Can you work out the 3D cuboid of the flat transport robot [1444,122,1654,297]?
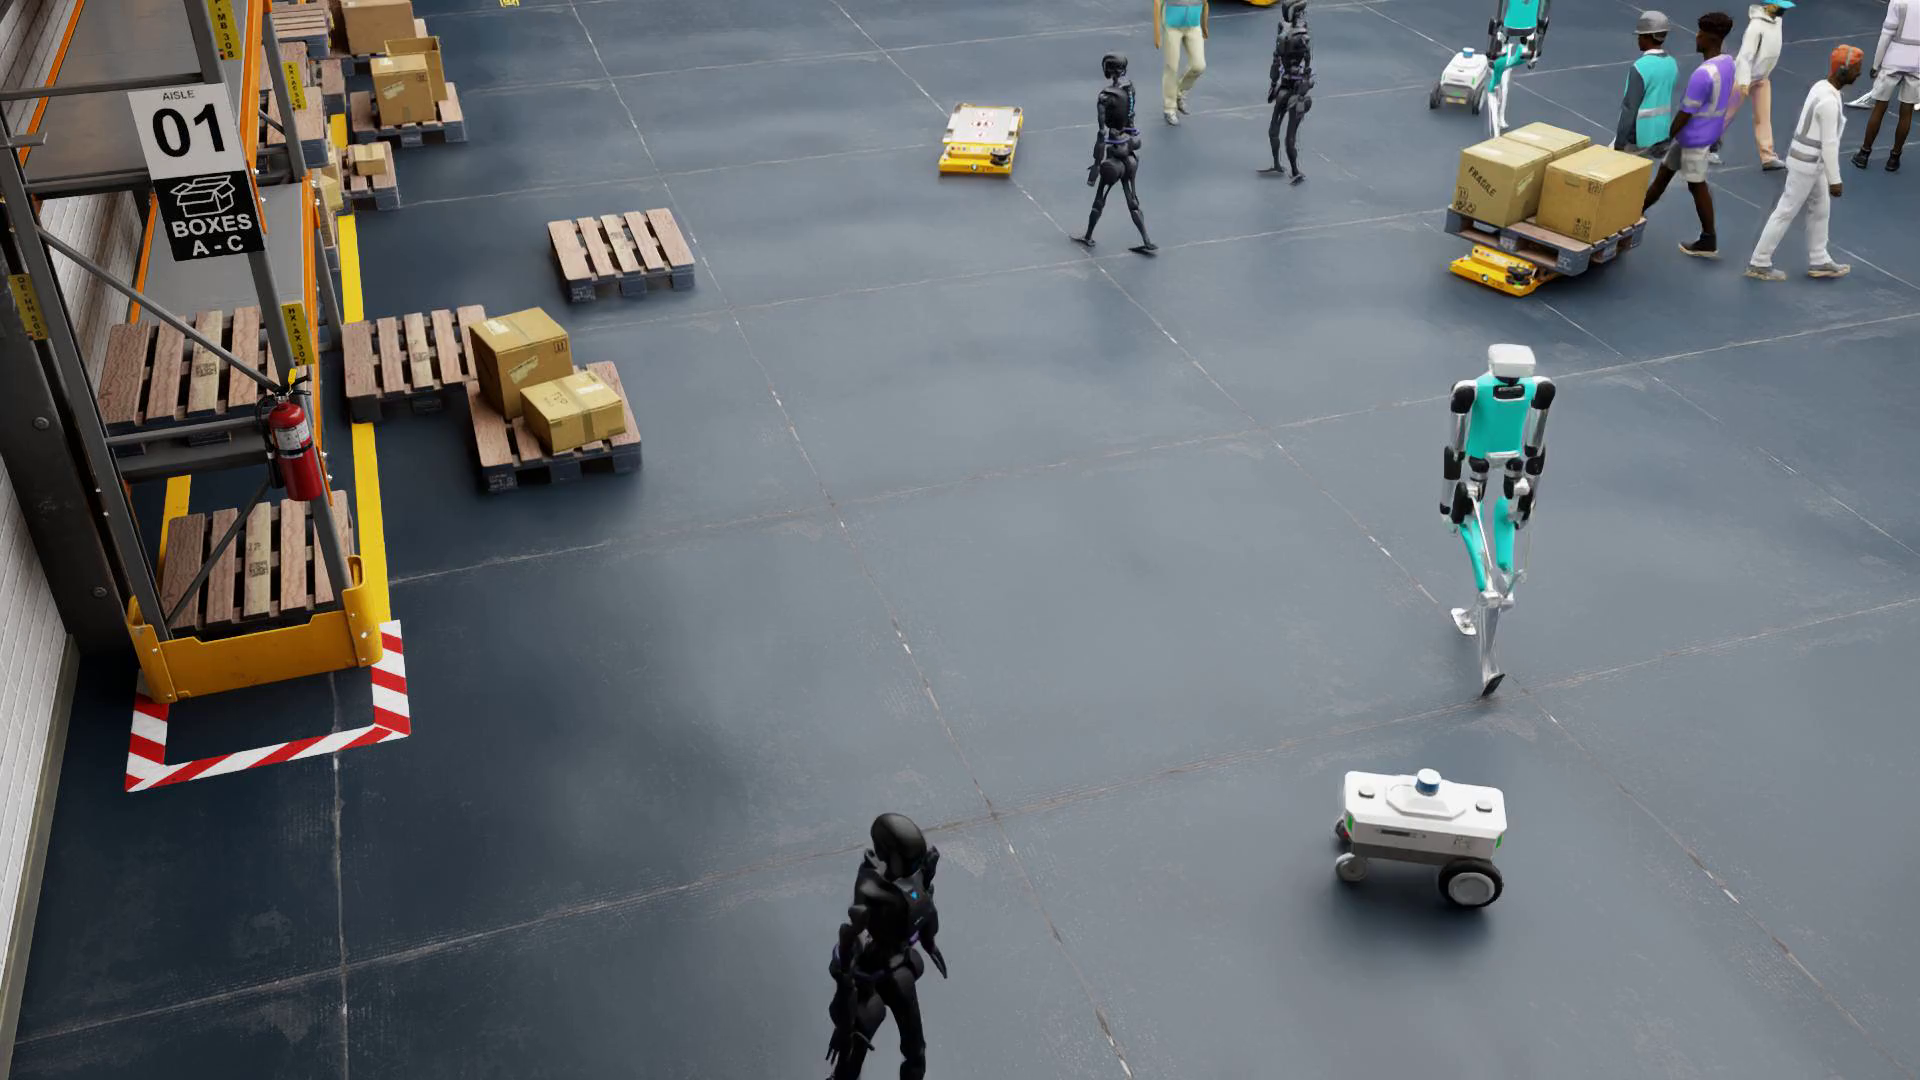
[{"bbox_3d":[4.666,-2.335,13.440,1.431,0.231,0.659,-25,41,-33],"label":"flat transport robot"}]

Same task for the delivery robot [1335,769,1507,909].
[{"bbox_3d":[2.095,1.299,7.591,0.756,0.580,0.499,6,34,9],"label":"delivery robot"}]

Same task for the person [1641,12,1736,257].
[{"bbox_3d":[5.853,-3.276,13.387,1.032,1.903,0.616,23,39,31],"label":"person"}]

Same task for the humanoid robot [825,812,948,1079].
[{"bbox_3d":[-0.321,1.598,6.160,0.520,1.642,0.613,21,39,29],"label":"humanoid robot"}]

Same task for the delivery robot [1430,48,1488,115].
[{"bbox_3d":[5.047,-4.609,16.679,0.499,0.610,0.814,15,36,21],"label":"delivery robot"}]

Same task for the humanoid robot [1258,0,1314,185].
[{"bbox_3d":[2.920,-3.963,14.655,0.346,1.657,0.584,-13,35,-19],"label":"humanoid robot"}]

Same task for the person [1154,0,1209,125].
[{"bbox_3d":[2.129,-4.910,15.960,0.594,1.828,0.473,-11,35,-16],"label":"person"}]

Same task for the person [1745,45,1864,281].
[{"bbox_3d":[6.664,-2.831,12.749,0.848,1.854,0.588,14,36,21],"label":"person"}]

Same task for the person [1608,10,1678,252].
[{"bbox_3d":[5.415,-3.246,13.337,0.582,1.899,0.529,-20,38,-28],"label":"person"}]

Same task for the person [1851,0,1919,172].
[{"bbox_3d":[8.458,-4.269,14.879,0.541,1.938,0.355,12,35,18],"label":"person"}]

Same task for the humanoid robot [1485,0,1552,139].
[{"bbox_3d":[5.149,-4.630,15.647,0.557,1.796,0.809,1,33,2],"label":"humanoid robot"}]

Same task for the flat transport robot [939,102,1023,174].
[{"bbox_3d":[0.212,-3.792,15.674,0.659,0.231,1.431,4,33,5],"label":"flat transport robot"}]

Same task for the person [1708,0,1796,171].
[{"bbox_3d":[7.171,-4.102,14.901,0.501,1.640,0.818,-18,37,-25],"label":"person"}]

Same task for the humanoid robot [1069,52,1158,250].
[{"bbox_3d":[1.269,-3.107,13.367,0.762,1.629,0.585,20,38,28],"label":"humanoid robot"}]

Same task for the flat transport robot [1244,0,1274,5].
[{"bbox_3d":[3.178,-6.751,20.212,1.431,0.231,0.659,17,37,24],"label":"flat transport robot"}]

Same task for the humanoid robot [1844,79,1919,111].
[{"bbox_3d":[9.424,-4.999,16.229,1.037,1.773,0.546,5,34,8],"label":"humanoid robot"}]

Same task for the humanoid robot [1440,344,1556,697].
[{"bbox_3d":[2.825,-0.036,8.591,0.543,1.760,0.971,-2,33,-4],"label":"humanoid robot"}]
